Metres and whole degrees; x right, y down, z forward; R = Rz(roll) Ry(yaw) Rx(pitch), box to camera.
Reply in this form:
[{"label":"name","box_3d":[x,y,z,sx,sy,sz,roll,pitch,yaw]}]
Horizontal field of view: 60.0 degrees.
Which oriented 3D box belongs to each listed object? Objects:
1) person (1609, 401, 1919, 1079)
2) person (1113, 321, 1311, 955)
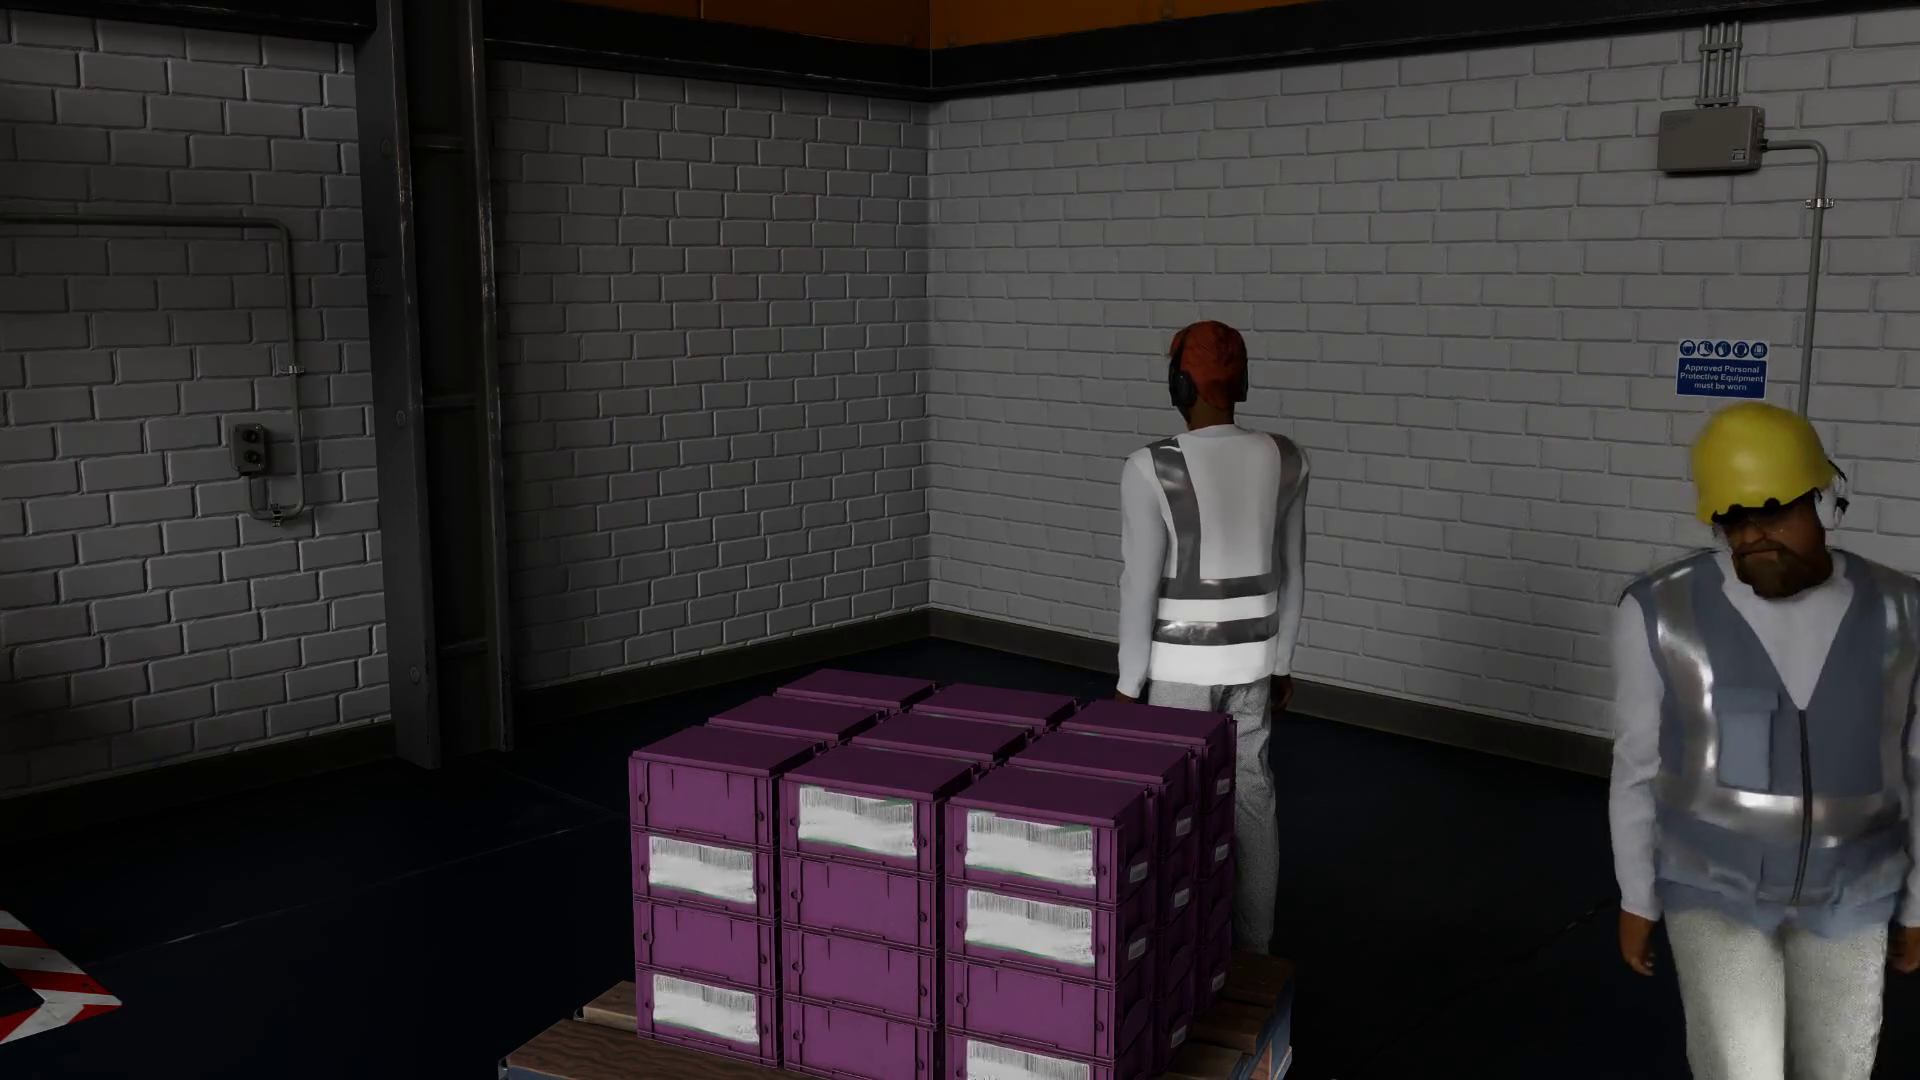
[{"label":"person","box_3d":[1.527,0.621,3.168,0.600,1.792,0.683,2,9,12]},{"label":"person","box_3d":[0.676,0.348,4.559,0.572,1.884,0.356,-4,10,-24]}]
